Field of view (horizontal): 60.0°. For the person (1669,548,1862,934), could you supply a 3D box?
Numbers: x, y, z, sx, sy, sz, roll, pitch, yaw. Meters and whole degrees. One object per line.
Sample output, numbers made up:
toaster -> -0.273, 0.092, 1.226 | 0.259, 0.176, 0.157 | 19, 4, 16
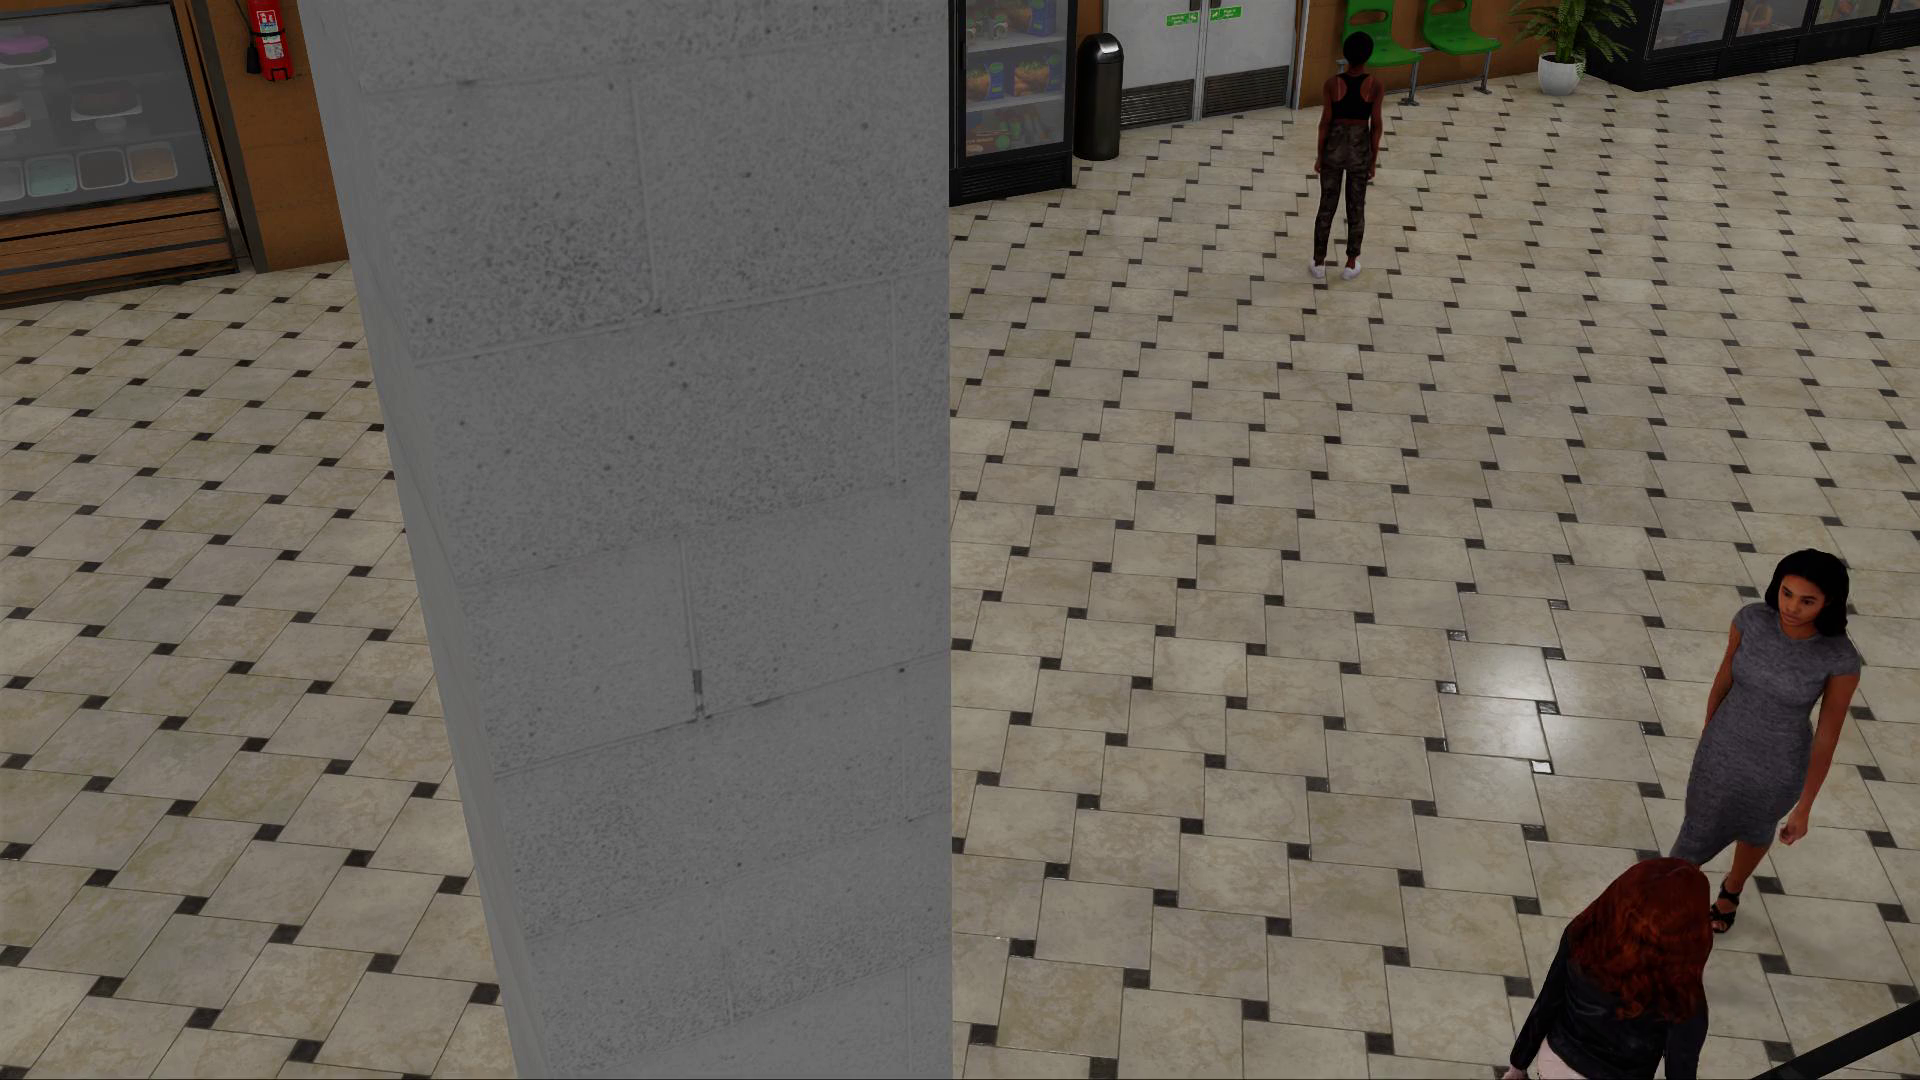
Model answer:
person -> 2.825, 0.754, 5.847 | 1.041, 1.749, 0.926 | 22, 38, 31

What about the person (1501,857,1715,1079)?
person -> 1.628, 1.591, 4.508 | 0.678, 1.743, 1.070 | -17, 36, -25

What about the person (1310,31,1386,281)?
person -> 2.619, -2.597, 11.280 | 0.664, 1.700, 0.707 | 7, 33, 11
